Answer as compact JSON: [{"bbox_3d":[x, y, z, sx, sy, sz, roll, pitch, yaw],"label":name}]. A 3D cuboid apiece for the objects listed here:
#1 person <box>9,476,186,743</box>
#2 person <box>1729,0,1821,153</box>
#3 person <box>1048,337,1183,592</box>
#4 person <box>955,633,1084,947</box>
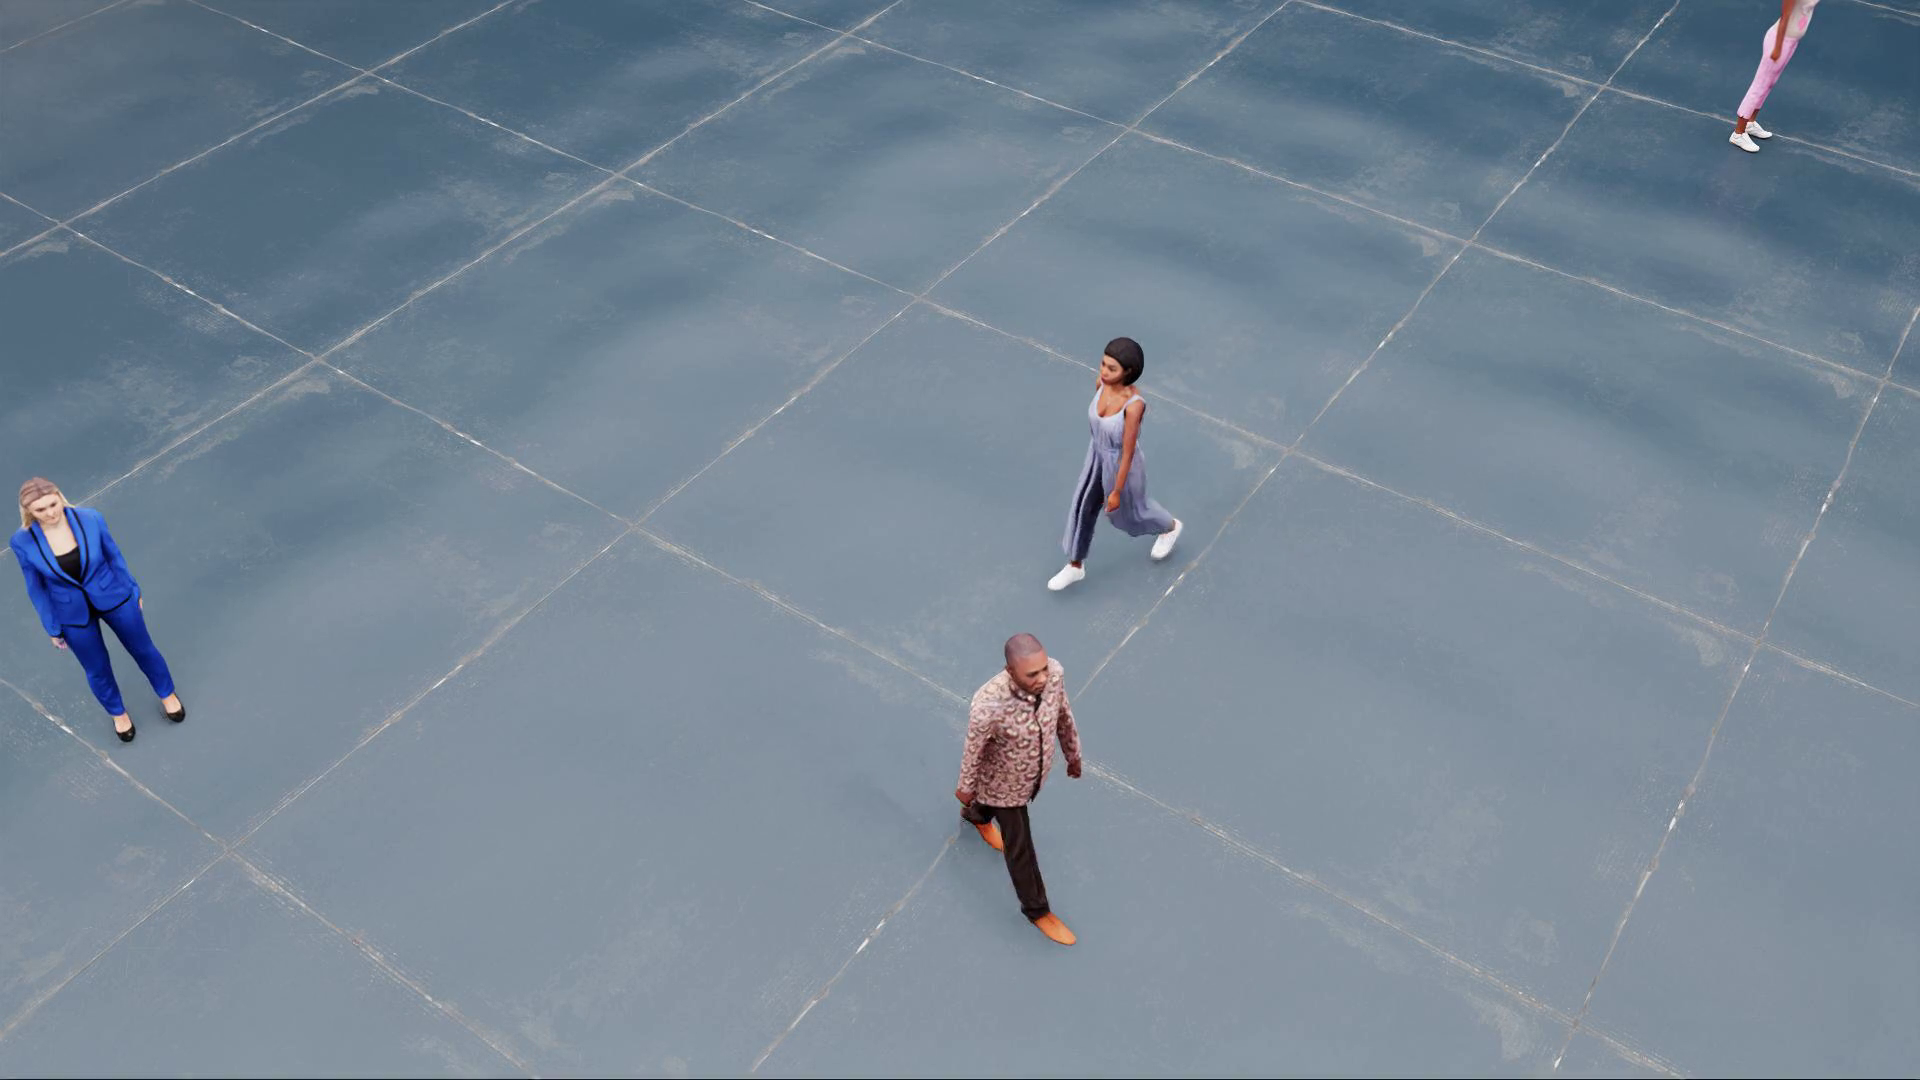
[{"bbox_3d":[-4.489,0.334,8.615,0.699,1.699,0.672,-24,48,-23],"label":"person"},{"bbox_3d":[6.518,-3.962,13.185,0.535,1.740,0.597,31,51,29],"label":"person"},{"bbox_3d":[0.960,-0.437,9.466,0.913,1.664,1.133,-26,49,-25],"label":"person"},{"bbox_3d":[0.208,1.024,7.825,0.926,1.768,1.266,-31,51,-29],"label":"person"}]
